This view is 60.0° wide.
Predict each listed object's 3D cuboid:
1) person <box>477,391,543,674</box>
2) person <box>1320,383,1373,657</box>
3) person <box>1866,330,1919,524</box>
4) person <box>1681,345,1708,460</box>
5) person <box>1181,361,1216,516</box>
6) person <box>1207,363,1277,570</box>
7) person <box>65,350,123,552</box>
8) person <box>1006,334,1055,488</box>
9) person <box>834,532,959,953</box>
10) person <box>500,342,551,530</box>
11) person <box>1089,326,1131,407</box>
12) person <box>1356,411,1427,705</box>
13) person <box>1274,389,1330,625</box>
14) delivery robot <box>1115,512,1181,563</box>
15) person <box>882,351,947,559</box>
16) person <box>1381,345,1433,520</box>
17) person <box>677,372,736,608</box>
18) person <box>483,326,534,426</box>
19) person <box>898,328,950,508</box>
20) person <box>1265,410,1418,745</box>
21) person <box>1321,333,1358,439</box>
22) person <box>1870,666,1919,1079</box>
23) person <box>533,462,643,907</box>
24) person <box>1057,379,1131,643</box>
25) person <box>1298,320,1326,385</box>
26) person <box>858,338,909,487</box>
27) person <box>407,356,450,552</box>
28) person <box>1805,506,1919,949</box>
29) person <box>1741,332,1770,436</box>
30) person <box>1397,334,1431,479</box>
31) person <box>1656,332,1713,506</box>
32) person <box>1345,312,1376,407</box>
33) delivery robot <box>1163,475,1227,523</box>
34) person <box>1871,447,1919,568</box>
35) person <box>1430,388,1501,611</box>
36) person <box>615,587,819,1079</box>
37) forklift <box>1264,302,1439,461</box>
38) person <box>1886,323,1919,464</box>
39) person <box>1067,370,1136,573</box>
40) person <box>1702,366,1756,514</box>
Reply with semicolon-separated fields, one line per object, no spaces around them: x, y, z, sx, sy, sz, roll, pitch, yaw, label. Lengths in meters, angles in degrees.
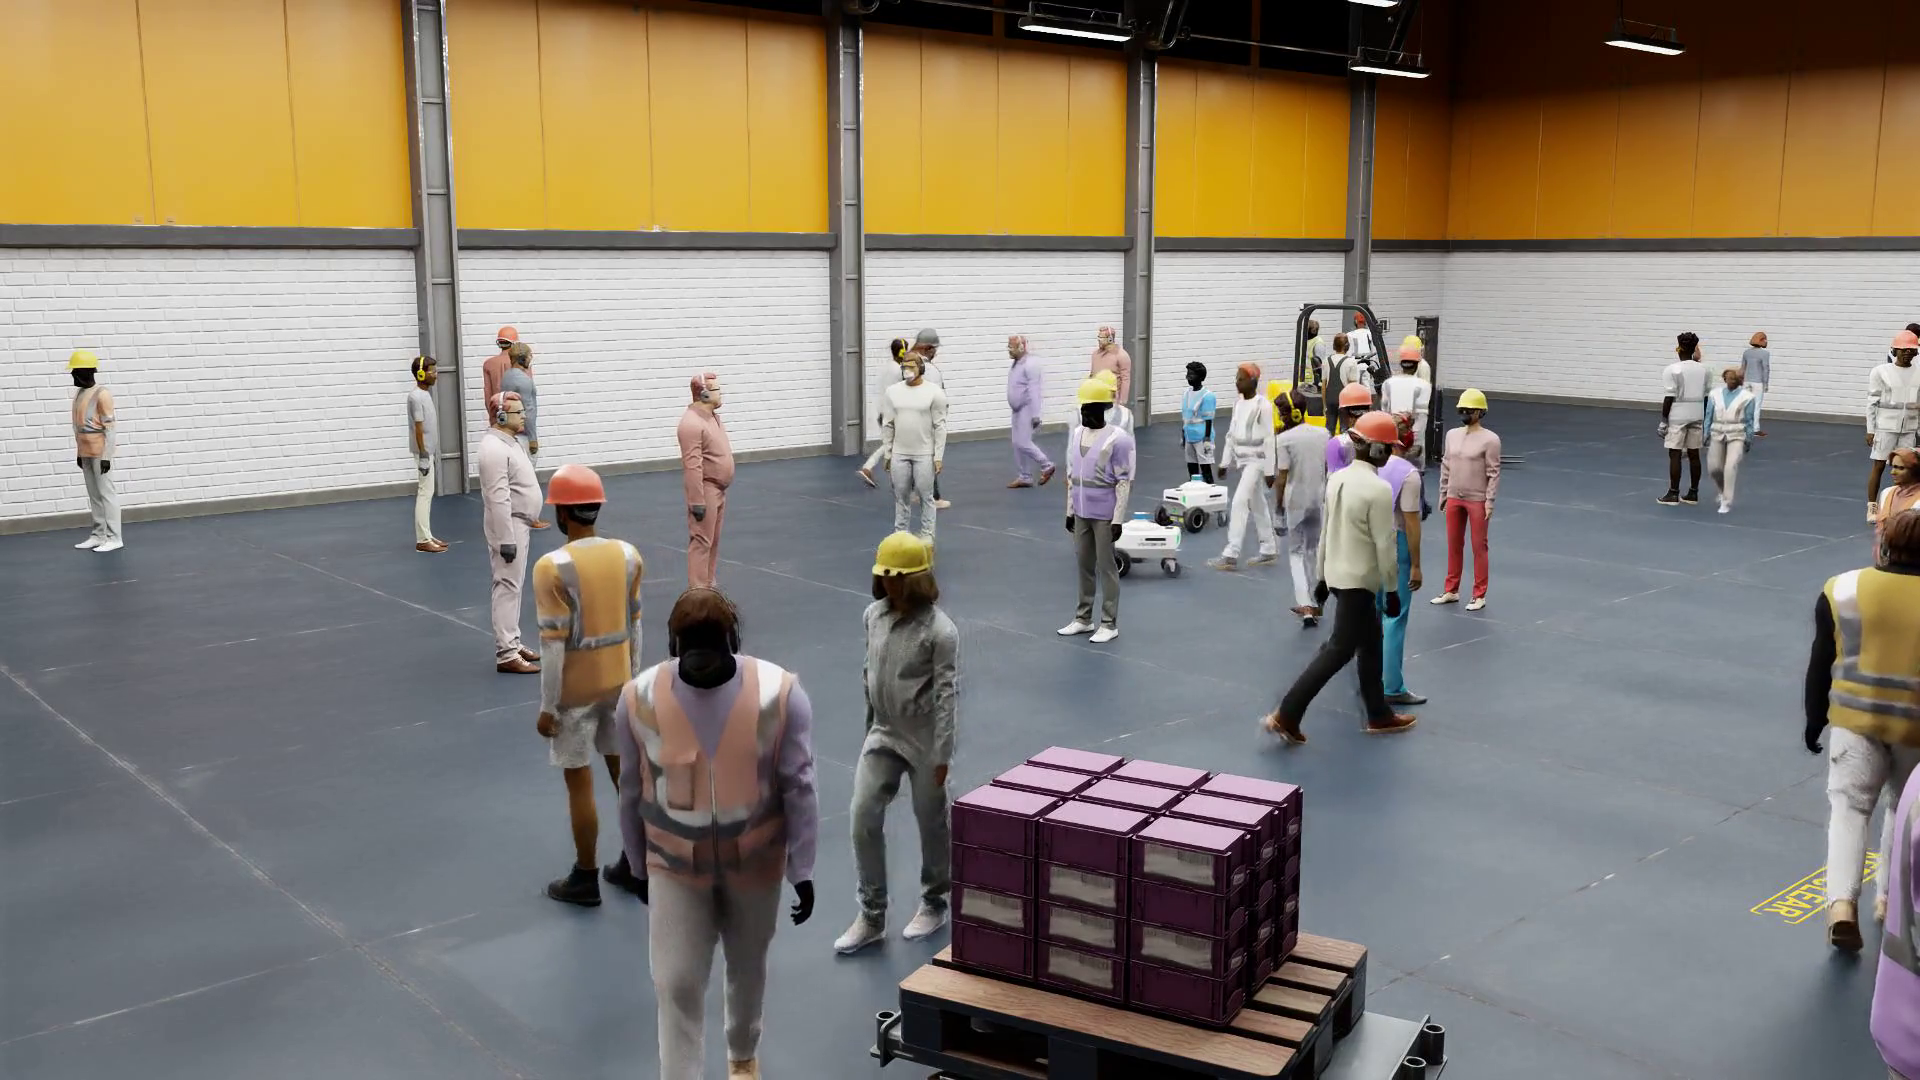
-3.038;-0.055;11.301;0.410;1.908;0.643;-2;10;-9;person
2.770;-0.138;11.720;0.547;1.930;0.384;-5;11;-26;person
9.839;-1.174;17.452;0.607;2.044;0.371;1;10;8;person
10.051;-1.909;23.000;0.520;1.613;0.565;9;13;42;person
2.578;-1.095;18.030;0.324;1.688;0.536;-4;11;-24;person
2.533;-0.659;14.983;0.878;1.846;0.576;-2;10;-14;person
-8.271;-0.848;15.877;0.585;1.929;0.371;7;12;37;person
0.817;-1.543;20.075;0.524;1.882;0.688;-4;11;-23;person
-0.258;0.821;6.689;0.516;1.713;0.691;7;12;35;person
-4.507;-1.068;17.139;0.372;1.940;0.632;-7;12;-35;person
1.923;-1.843;21.782;0.400;1.905;0.643;-9;13;-41;person
2.701;0.114;10.478;0.388;1.849;0.565;-4;10;-21;person
2.639;-0.250;12.709;0.590;1.825;0.646;-4;10;-22;person
1.587;-0.004;14.675;0.707;0.478;0.477;0;10;1;delivery robot
-0.432;-0.788;15.501;0.630;1.940;0.372;3;10;19;person
4.690;-1.097;17.465;0.551;1.883;0.993;6;12;33;person
-1.970;-0.357;13.052;0.410;1.913;0.651;1;10;6;person
-5.286;-1.515;19.588;0.609;1.995;0.376;1;10;6;person
-0.379;-1.362;18.560;0.535;2.000;0.735;-6;11;-30;person
2.212;0.227;9.572;0.974;1.953;0.636;-2;10;-11;person
4.830;-1.706;21.144;0.508;1.847;0.345;8;13;40;person
2.288;1.155;3.804;0.363;2.048;0.608;5;11;29;person
-1.628;0.625;7.240;0.377;1.934;0.552;8;12;39;person
0.985;-0.215;12.173;0.369;1.928;0.585;-8;12;-39;person
5.361;-2.457;25.549;0.429;1.847;0.622;-2;10;-12;person
-0.895;-1.511;20.055;0.677;1.837;0.549;-7;12;-36;person
-5.083;-0.816;15.872;0.314;1.866;0.536;-2;10;-11;person
3.792;0.763;6.799;0.630;1.811;0.875;6;11;32;person
12.487;-2.452;26.129;0.281;1.633;0.501;-4;10;-21;person
5.696;-1.679;21.027;0.403;1.829;0.599;-2;10;-12;person
8.182;-1.368;18.808;0.608;1.966;0.371;-2;10;-13;person
6.664;-2.856;27.762;0.572;1.886;0.356;-3;10;-17;person
2.437;-0.433;17.192;0.707;0.478;0.477;-8;13;-39;delivery robot
5.942;0.227;10.467;0.318;1.630;0.512;-2;10;-10;person
4.053;-0.326;13.290;0.308;1.772;0.526;-8;12;-38;person
-0.758;1.040;5.215;0.629;1.789;0.965;-1;10;-8;person
5.320;-2.157;22.763;2.313;2.155;1.214;3;10;16;forklift
12.759;-1.953;22.377;0.597;1.916;0.370;2;10;14;person
1.259;-0.600;14.739;0.620;1.818;0.424;-1;10;-8;person
8.491;-1.118;18.346;0.518;1.620;0.550;9;13;42;person
